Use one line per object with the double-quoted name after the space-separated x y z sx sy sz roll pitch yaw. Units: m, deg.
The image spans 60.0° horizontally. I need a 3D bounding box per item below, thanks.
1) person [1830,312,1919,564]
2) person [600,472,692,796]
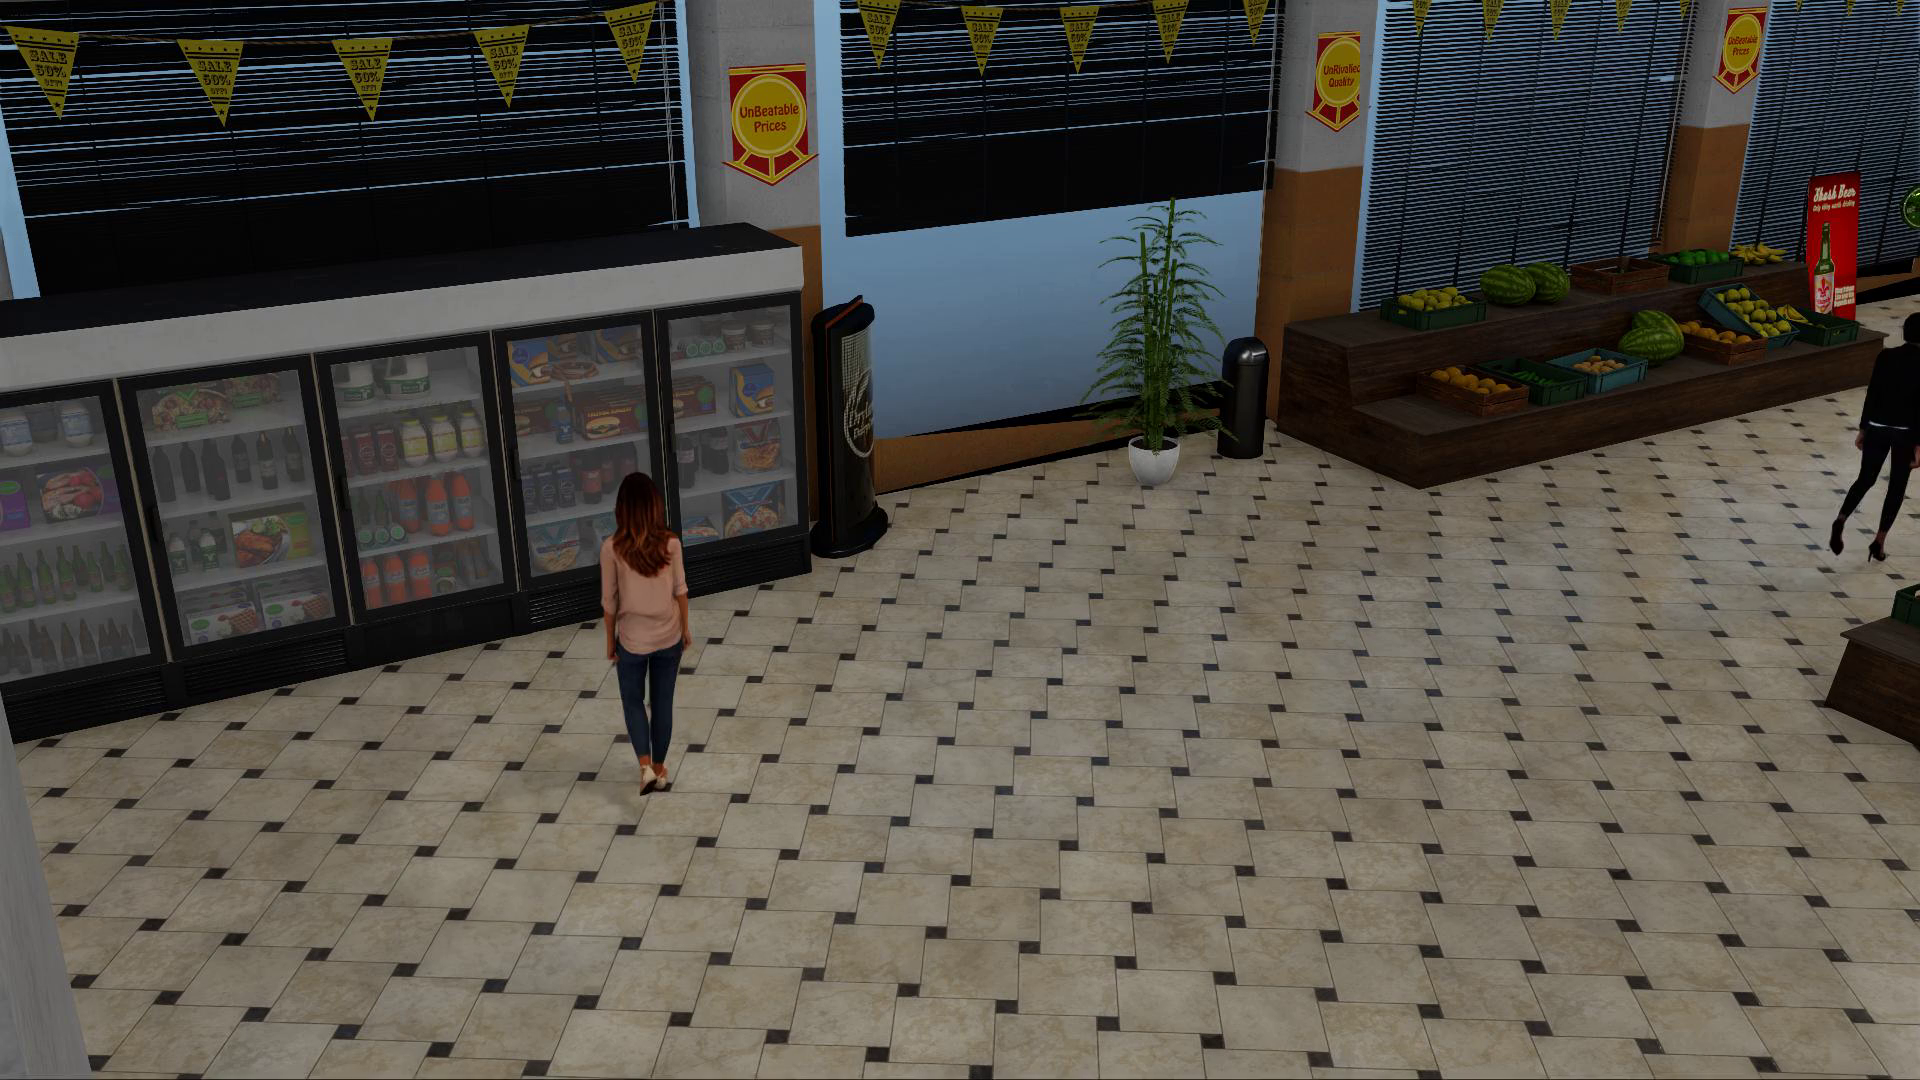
6.305 -0.640 11.347 1.001 1.813 0.678 -16 27 -34 "person"
-1.573 0.536 8.466 0.810 1.779 0.784 -5 22 -13 "person"
